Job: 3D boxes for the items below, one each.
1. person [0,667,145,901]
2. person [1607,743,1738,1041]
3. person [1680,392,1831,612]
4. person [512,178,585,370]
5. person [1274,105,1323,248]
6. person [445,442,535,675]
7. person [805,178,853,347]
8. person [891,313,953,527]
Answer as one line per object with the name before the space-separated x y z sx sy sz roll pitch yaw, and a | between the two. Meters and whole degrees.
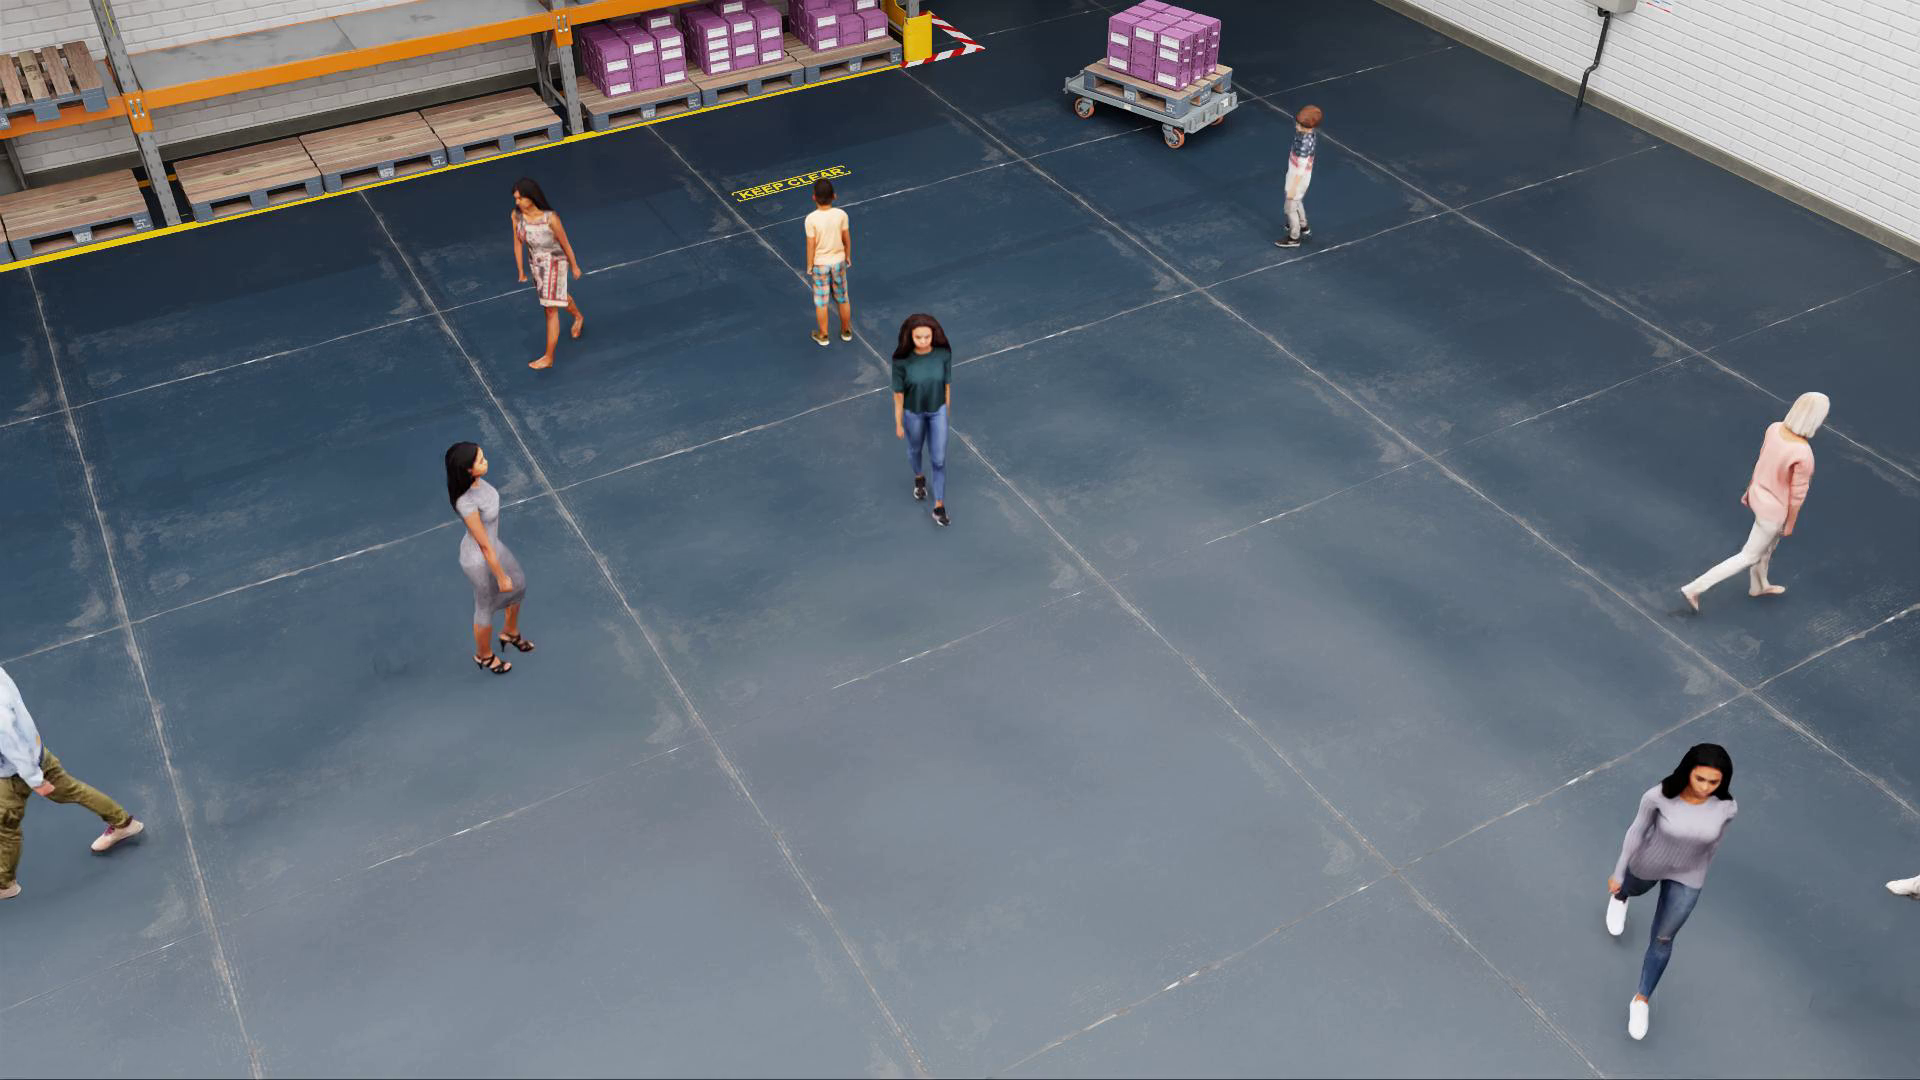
person | -5.066 1.184 9.114 1.191 1.762 0.706 -18 42 -22
person | 3.626 1.637 8.606 1.145 1.687 1.216 10 40 13
person | 5.245 -0.216 10.919 1.166 1.697 0.861 -6 39 -7
person | -3.299 -2.259 13.553 1.081 1.602 1.197 9 40 12
person | 3.074 -3.289 14.997 0.788 1.409 0.738 17 41 20
person | -3.066 0.159 10.392 0.759 1.769 0.714 -4 39 -5
person | -1.085 -2.290 13.705 0.451 1.461 0.614 -14 41 -17
person | -0.273 -0.958 11.932 0.943 1.592 0.864 -6 39 -7
